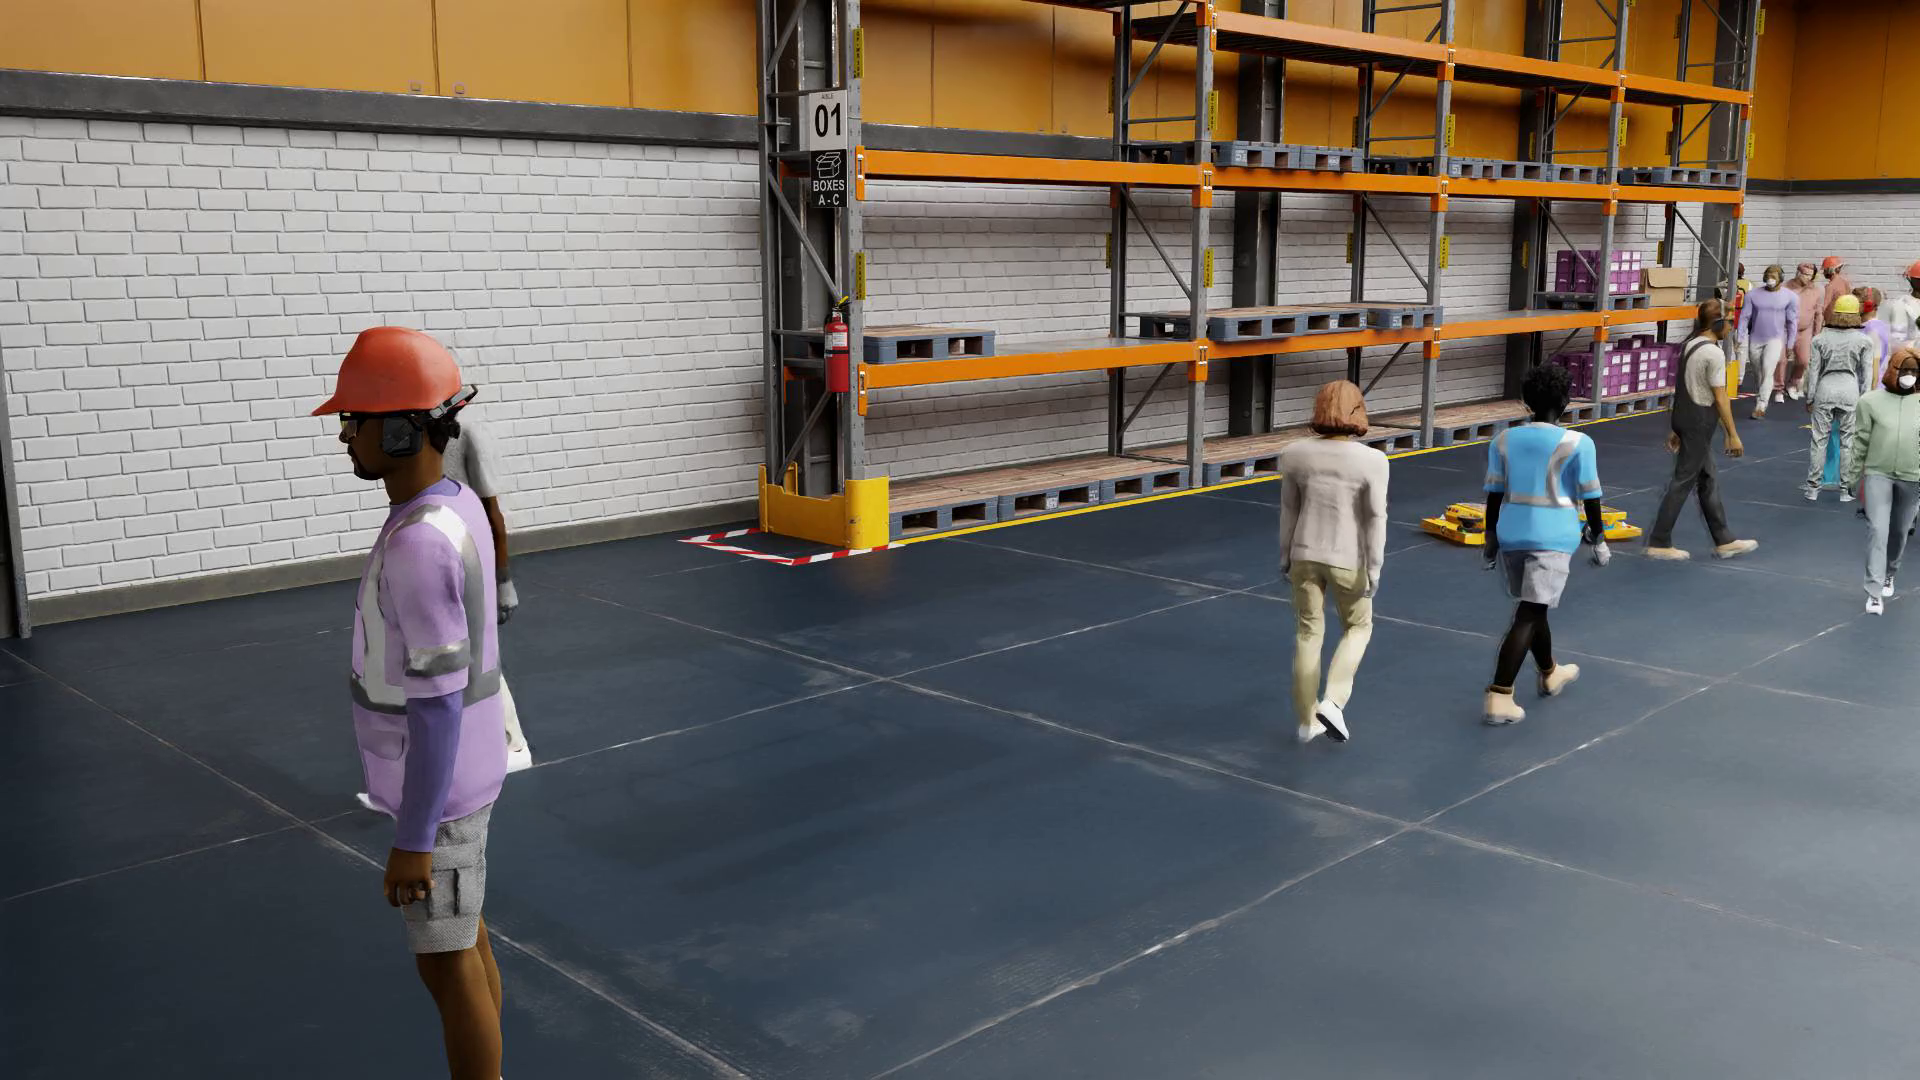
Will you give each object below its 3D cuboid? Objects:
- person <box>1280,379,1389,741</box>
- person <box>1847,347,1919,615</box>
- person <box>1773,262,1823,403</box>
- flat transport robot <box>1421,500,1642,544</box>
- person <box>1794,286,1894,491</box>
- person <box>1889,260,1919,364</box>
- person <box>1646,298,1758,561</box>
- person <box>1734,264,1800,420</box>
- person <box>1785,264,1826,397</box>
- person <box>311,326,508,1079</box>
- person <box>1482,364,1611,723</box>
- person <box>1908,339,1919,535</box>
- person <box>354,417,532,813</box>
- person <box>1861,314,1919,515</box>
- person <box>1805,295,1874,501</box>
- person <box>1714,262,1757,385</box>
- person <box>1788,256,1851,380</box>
[{"bbox_3d":[1.629,0.106,7.322,0.506,1.622,0.373,6,12,31],"label":"person"},{"bbox_3d":[5.679,-0.386,10.096,0.502,1.588,0.854,4,11,23],"label":"person"},{"bbox_3d":[11.172,-2.768,22.260,0.686,1.881,0.403,2,11,9],"label":"person"},{"bbox_3d":[4.245,-0.145,12.363,1.431,0.197,0.652,-2,11,-12],"label":"flat transport robot"},{"bbox_3d":[7.886,-1.295,14.472,0.910,1.819,0.568,5,11,24],"label":"person"},{"bbox_3d":[9.177,-1.658,15.851,0.630,2.011,0.839,-4,11,-21],"label":"person"},{"bbox_3d":[5.150,-0.738,11.397,0.817,1.807,0.526,1,10,5],"label":"person"},{"bbox_3d":[9.972,-2.449,20.544,0.646,1.898,1.032,8,13,38],"label":"person"},{"bbox_3d":[11.681,-2.908,23.116,0.541,1.857,0.426,-3,11,-14],"label":"person"},{"bbox_3d":[-1.215,0.545,3.767,0.371,2.044,0.608,-3,11,-14],"label":"person"},{"bbox_3d":[2.733,0.004,7.779,0.883,1.648,0.538,-7,12,-33],"label":"person"},{"bbox_3d":[7.154,-0.866,12.098,0.611,1.816,0.442,7,13,35],"label":"person"},{"bbox_3d":[-2.080,0.143,6.564,0.539,1.818,0.960,8,13,37],"label":"person"},{"bbox_3d":[7.592,-1.028,13.245,0.934,1.716,0.526,-7,12,-33],"label":"person"},{"bbox_3d":[7.434,-1.198,14.087,0.493,1.743,0.295,6,12,28],"label":"person"},{"bbox_3d":[11.593,-3.240,24.960,0.626,1.844,0.429,1,10,8],"label":"person"},{"bbox_3d":[12.433,-3.076,23.806,0.649,1.923,1.037,-10,14,-43],"label":"person"}]
